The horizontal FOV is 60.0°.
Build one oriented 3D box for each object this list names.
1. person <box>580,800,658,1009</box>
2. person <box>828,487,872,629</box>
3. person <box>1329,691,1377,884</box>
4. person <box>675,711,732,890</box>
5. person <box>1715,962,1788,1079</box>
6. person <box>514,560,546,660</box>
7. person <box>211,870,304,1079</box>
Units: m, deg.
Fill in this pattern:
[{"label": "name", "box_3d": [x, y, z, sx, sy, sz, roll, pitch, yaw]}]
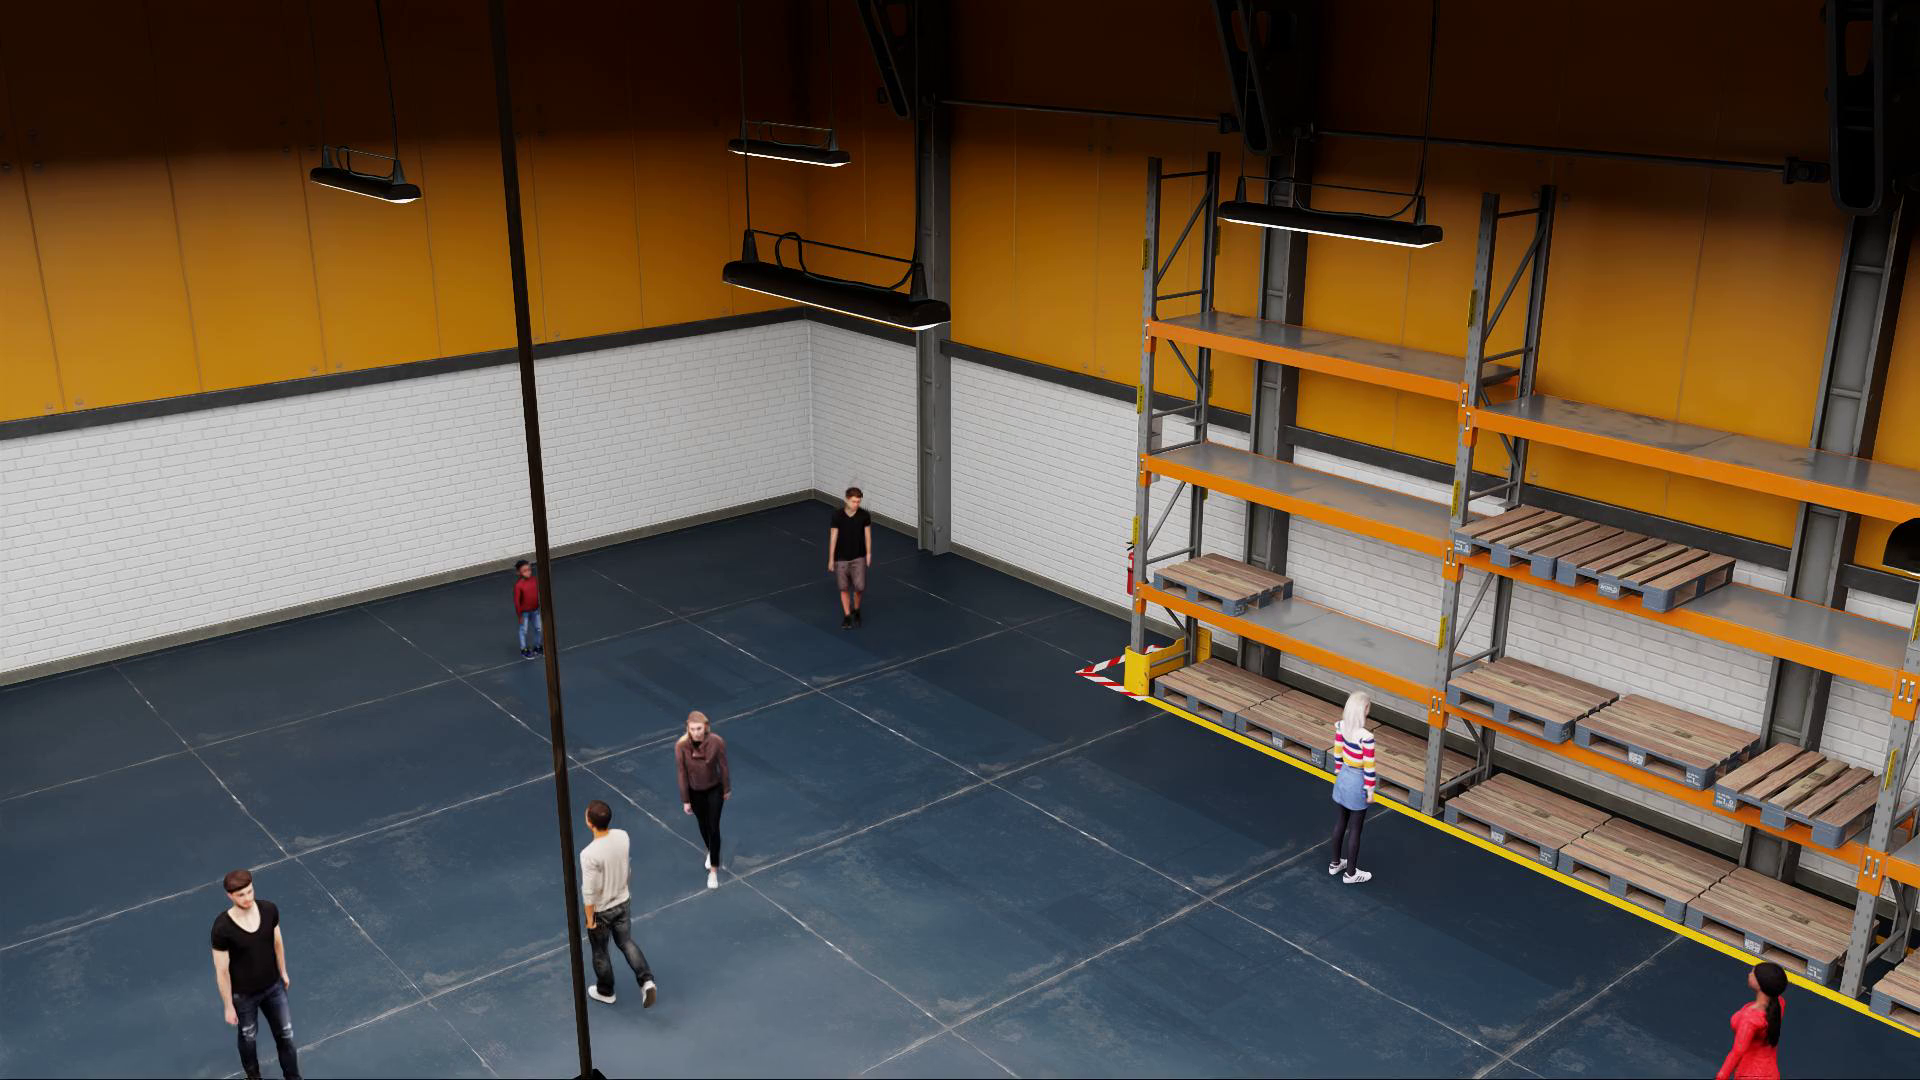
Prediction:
[{"label": "person", "box_3d": [-2.674, 2.860, 12.958, 1.004, 1.797, 0.775, 14, 23, 35]}, {"label": "person", "box_3d": [-1.371, 0.187, 20.821, 0.797, 1.844, 0.833, 0, 19, 1]}, {"label": "person", "box_3d": [3.516, 2.197, 14.907, 0.761, 1.811, 0.548, -9, 21, -25]}, {"label": "person", "box_3d": [-2.289, 2.244, 15.003, 0.946, 1.659, 1.036, 0, 19, -1]}, {"label": "person", "box_3d": [5.244, 3.601, 10.841, 0.655, 1.744, 1.135, -16, 24, -39]}, {"label": "person", "box_3d": [-5.211, 0.816, 19.891, 0.605, 1.246, 0.567, 14, 23, 35]}, {"label": "person", "box_3d": [-5.097, 3.174, 11.914, 1.032, 1.869, 0.745, 17, 25, 41]}]
